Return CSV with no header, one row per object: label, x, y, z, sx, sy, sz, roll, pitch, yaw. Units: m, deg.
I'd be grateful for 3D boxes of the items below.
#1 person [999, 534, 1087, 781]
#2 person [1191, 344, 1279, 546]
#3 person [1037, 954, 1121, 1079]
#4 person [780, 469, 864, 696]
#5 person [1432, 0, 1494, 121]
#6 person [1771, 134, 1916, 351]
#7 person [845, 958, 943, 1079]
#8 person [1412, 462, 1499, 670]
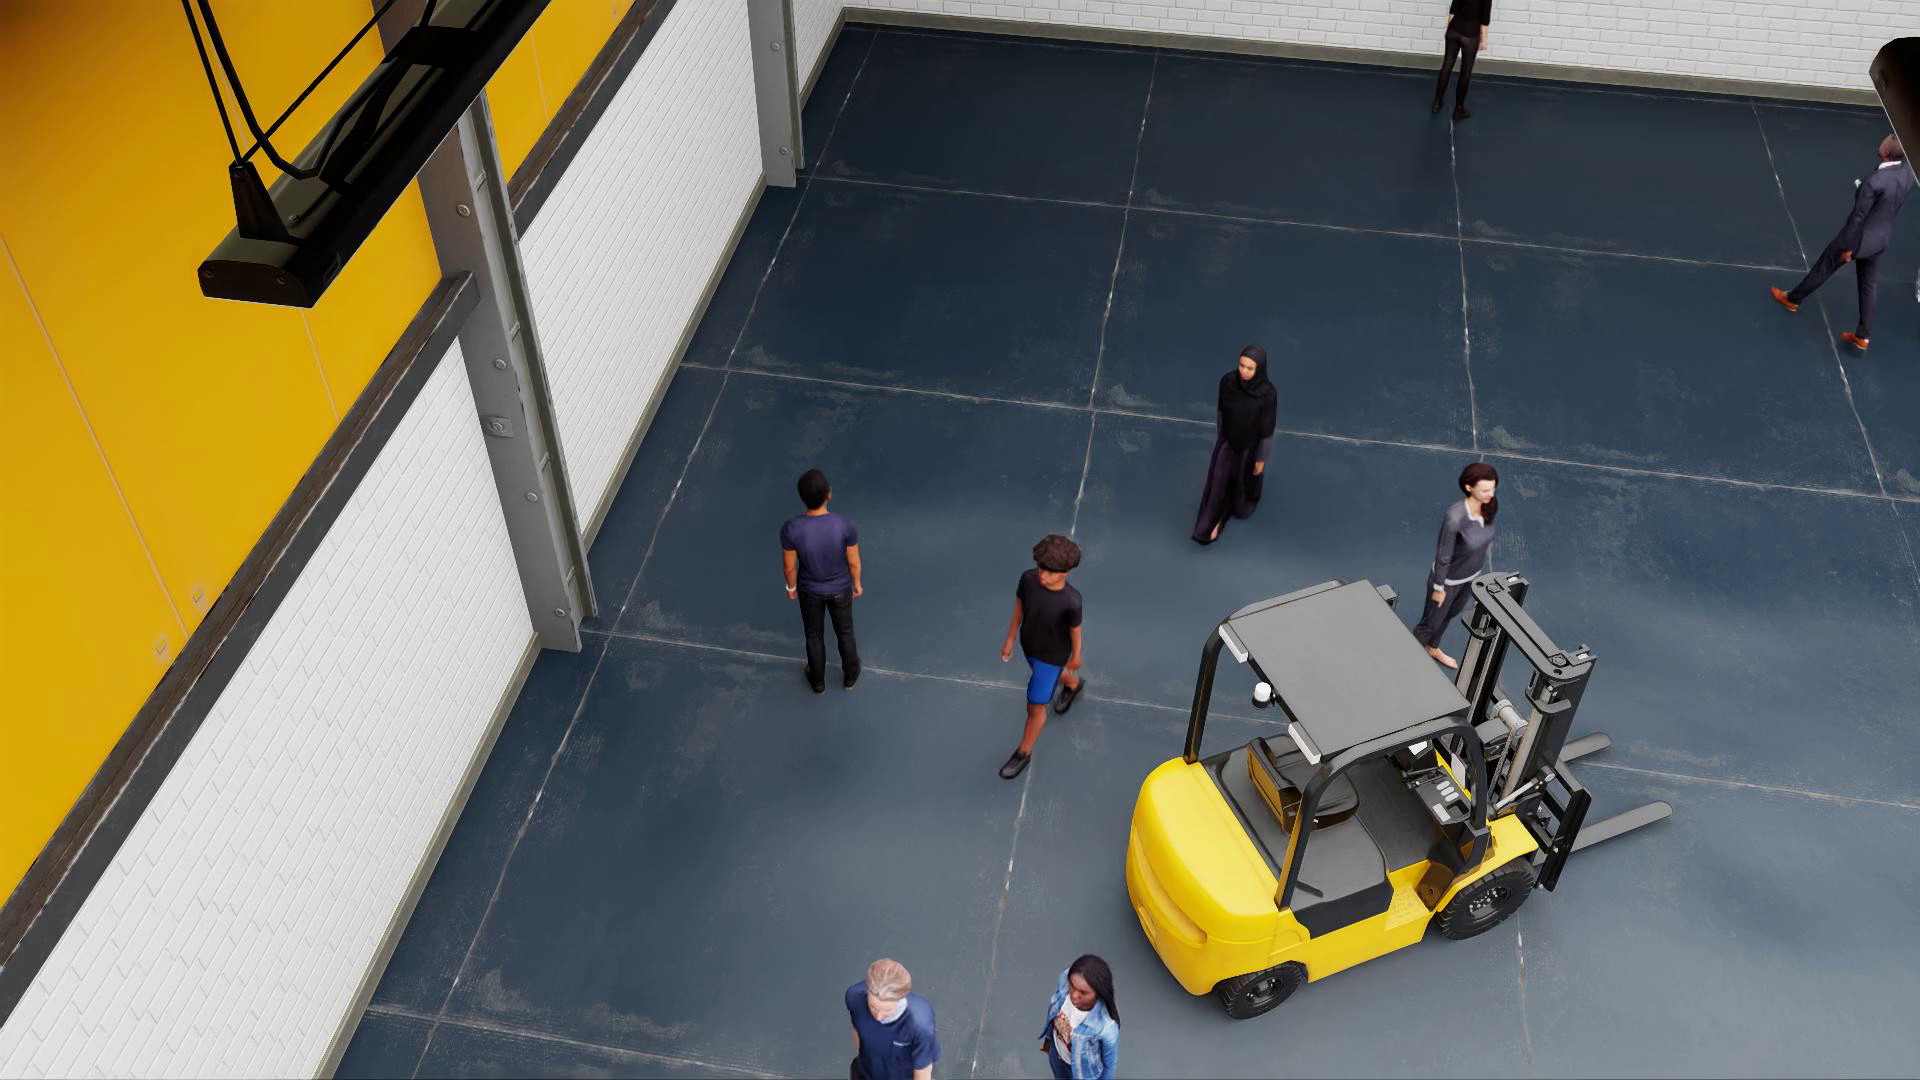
person,0.575,0.602,10.220,1.041,1.761,1.236,34,53,30
person,2.043,-0.746,11.747,0.862,1.605,1.162,21,48,21
person,0.596,2.569,8.191,0.739,1.711,0.668,-24,48,-23
person,-0.862,0.290,10.527,0.695,1.789,0.624,-5,44,-5
person,4.861,-4.881,16.065,0.665,1.638,0.677,28,50,26
person,7.277,-2.335,13.294,1.122,1.772,1.318,-15,46,-15
person,-0.275,2.530,8.135,0.777,1.845,0.864,19,47,19
person,3.152,0.207,10.629,0.657,1.768,0.750,-33,53,-30
